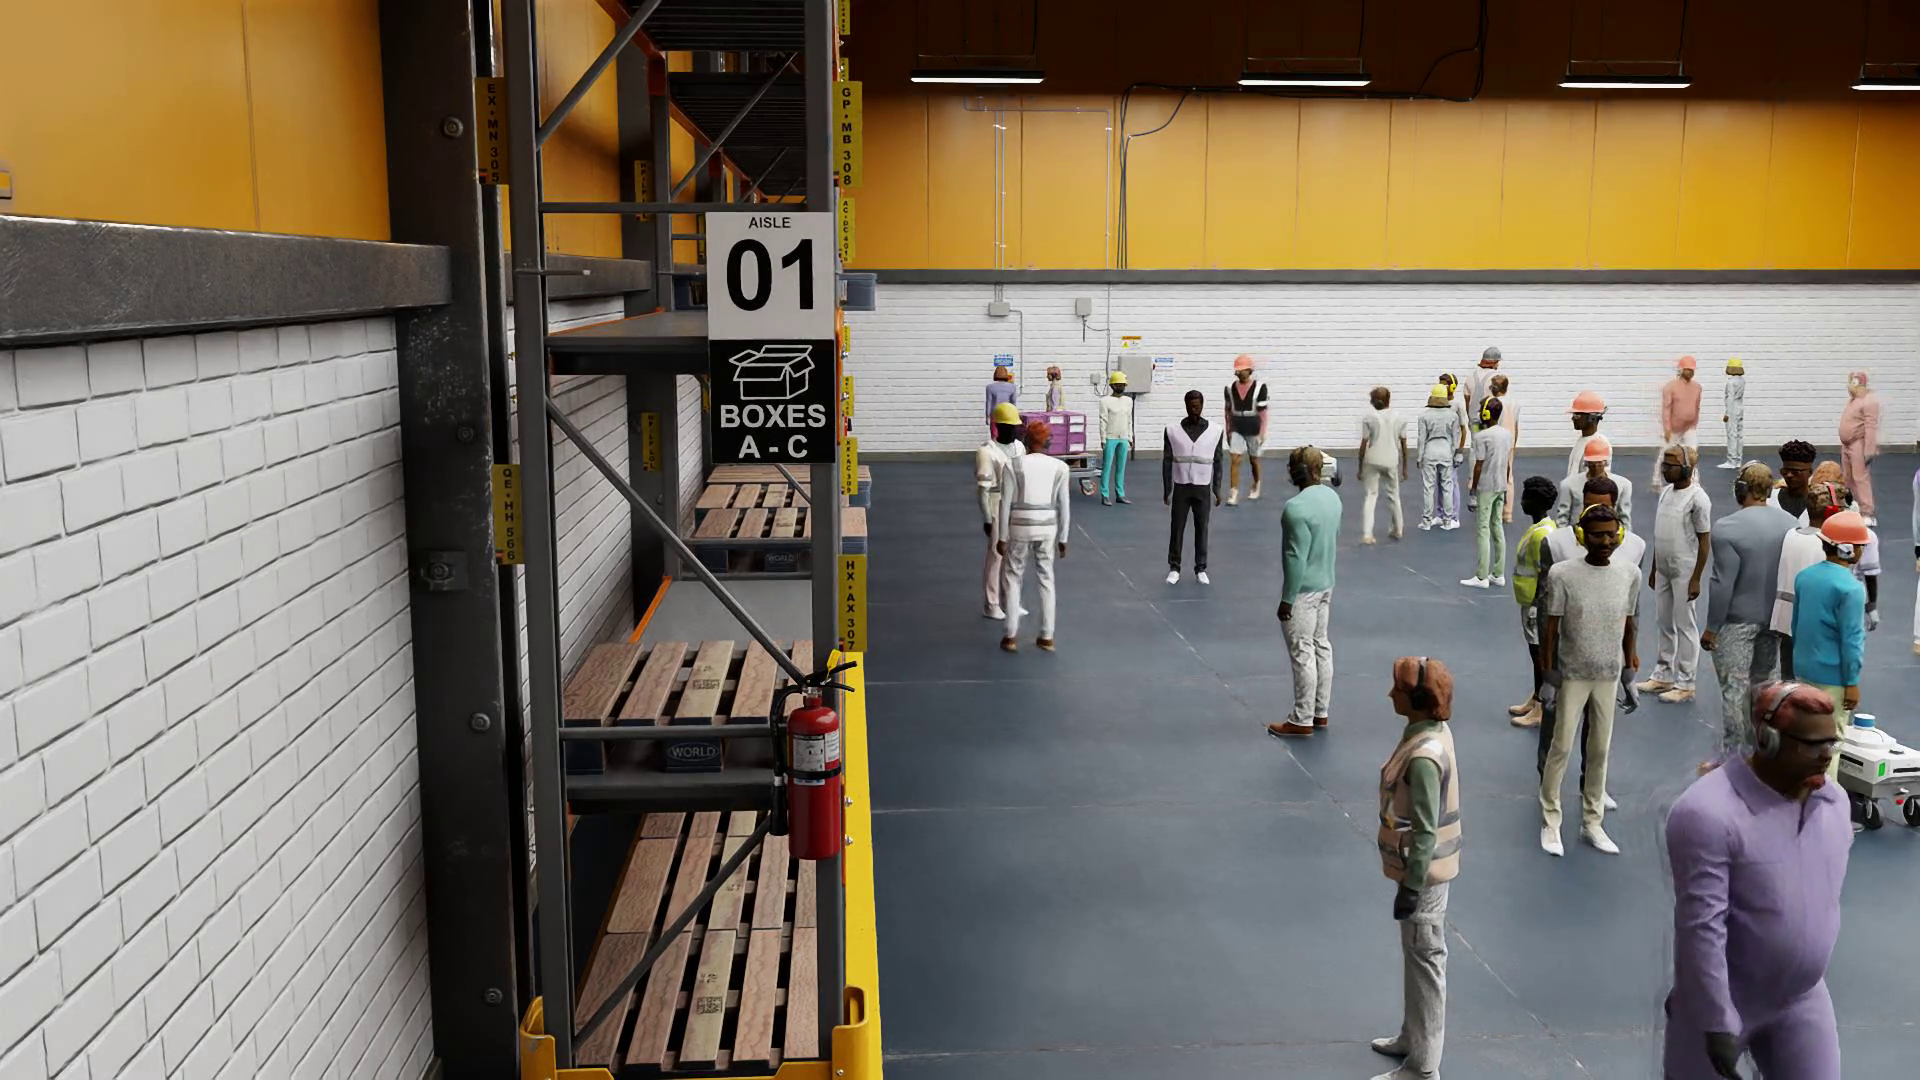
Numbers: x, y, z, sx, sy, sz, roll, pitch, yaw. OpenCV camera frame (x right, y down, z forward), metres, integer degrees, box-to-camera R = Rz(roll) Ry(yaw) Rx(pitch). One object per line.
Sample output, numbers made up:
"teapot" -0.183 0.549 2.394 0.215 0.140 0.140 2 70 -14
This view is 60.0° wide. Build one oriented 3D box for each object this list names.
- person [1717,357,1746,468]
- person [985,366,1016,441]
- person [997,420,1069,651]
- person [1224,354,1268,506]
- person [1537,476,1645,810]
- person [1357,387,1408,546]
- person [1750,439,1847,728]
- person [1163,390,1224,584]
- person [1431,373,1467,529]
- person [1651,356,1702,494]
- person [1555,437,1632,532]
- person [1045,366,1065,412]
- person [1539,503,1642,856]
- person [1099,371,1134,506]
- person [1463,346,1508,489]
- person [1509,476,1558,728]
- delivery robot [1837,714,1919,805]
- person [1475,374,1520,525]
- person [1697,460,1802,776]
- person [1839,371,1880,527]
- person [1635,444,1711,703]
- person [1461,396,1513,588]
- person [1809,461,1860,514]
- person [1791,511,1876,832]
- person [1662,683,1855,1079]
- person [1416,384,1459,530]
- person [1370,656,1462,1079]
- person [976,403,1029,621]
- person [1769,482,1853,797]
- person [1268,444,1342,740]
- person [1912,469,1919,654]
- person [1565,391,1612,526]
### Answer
"person" 12.171 -2.002 26.215 0.488 1.743 0.317 -8 12 -41
"person" 0.640 -1.916 26.052 0.493 1.624 0.280 -2 9 -15
"person" 0.598 -0.035 13.466 0.589 1.870 0.370 -2 9 -13
"person" 3.809 -1.474 22.125 0.621 2.006 1.015 4 10 24
"person" 3.569 0.580 9.469 0.590 1.916 0.399 0 9 0
"person" 4.779 -0.846 18.840 0.579 1.786 0.714 1 9 4
"person" 5.490 0.310 11.002 0.613 1.963 0.362 8 12 40
"person" 2.292 -0.523 16.386 0.590 1.919 0.395 1 9 7
"person" 5.842 -1.065 19.942 0.311 1.869 0.530 -4 10 -23
"person" 9.854 -1.549 22.766 0.640 1.944 1.018 -2 9 -11
"person" 5.123 0.031 13.481 0.577 1.738 0.379 2 9 15
"person" 1.478 -1.878 25.798 0.314 1.632 0.517 1 9 4
"person" 3.298 0.726 8.697 0.521 1.870 0.319 0 9 -2
"person" 2.069 -1.339 21.976 0.525 1.772 0.306 -5 11 -31
"person" 7.485 -1.716 23.493 0.539 2.000 0.689 -6 11 -35
"person" 3.876 0.414 11.195 0.317 1.695 0.540 3 9 17
"delivery robot" 5.084 1.226 9.378 0.477 0.478 0.707 -2 9 -11
"person" 6.557 -1.096 20.237 0.506 1.838 0.338 -3 10 -19
"person" 4.710 0.492 9.944 0.632 1.938 0.359 -3 10 -19
"person" 10.923 -1.106 20.227 0.394 1.861 0.814 1 9 7
"person" 5.101 0.236 11.845 0.325 1.843 0.517 -2 9 -12
"person" 5.149 -0.462 16.191 0.511 1.863 0.327 -6 11 -33
"person" 6.557 0.211 12.663 0.498 1.634 0.281 7 11 37
"person" 4.797 0.709 9.157 0.339 1.752 0.564 0 9 -2
"person" 2.371 1.347 4.813 0.655 1.865 0.945 -2 9 -14
"person" 5.690 -0.989 19.853 0.486 1.744 0.310 1 9 5
"person" 1.707 1.235 6.211 0.312 1.642 0.512 3 9 17
"person" 0.394 -0.254 14.687 0.381 1.922 0.592 8 12 40
"person" 4.955 0.578 9.699 0.390 1.846 0.564 -2 9 -11
"person" 2.270 0.336 10.925 0.357 1.937 0.637 7 11 36
"person" 7.849 0.037 13.151 0.428 1.836 0.623 -5 10 -30
"person" 5.359 -0.255 14.307 0.378 2.045 0.605 0 9 2
